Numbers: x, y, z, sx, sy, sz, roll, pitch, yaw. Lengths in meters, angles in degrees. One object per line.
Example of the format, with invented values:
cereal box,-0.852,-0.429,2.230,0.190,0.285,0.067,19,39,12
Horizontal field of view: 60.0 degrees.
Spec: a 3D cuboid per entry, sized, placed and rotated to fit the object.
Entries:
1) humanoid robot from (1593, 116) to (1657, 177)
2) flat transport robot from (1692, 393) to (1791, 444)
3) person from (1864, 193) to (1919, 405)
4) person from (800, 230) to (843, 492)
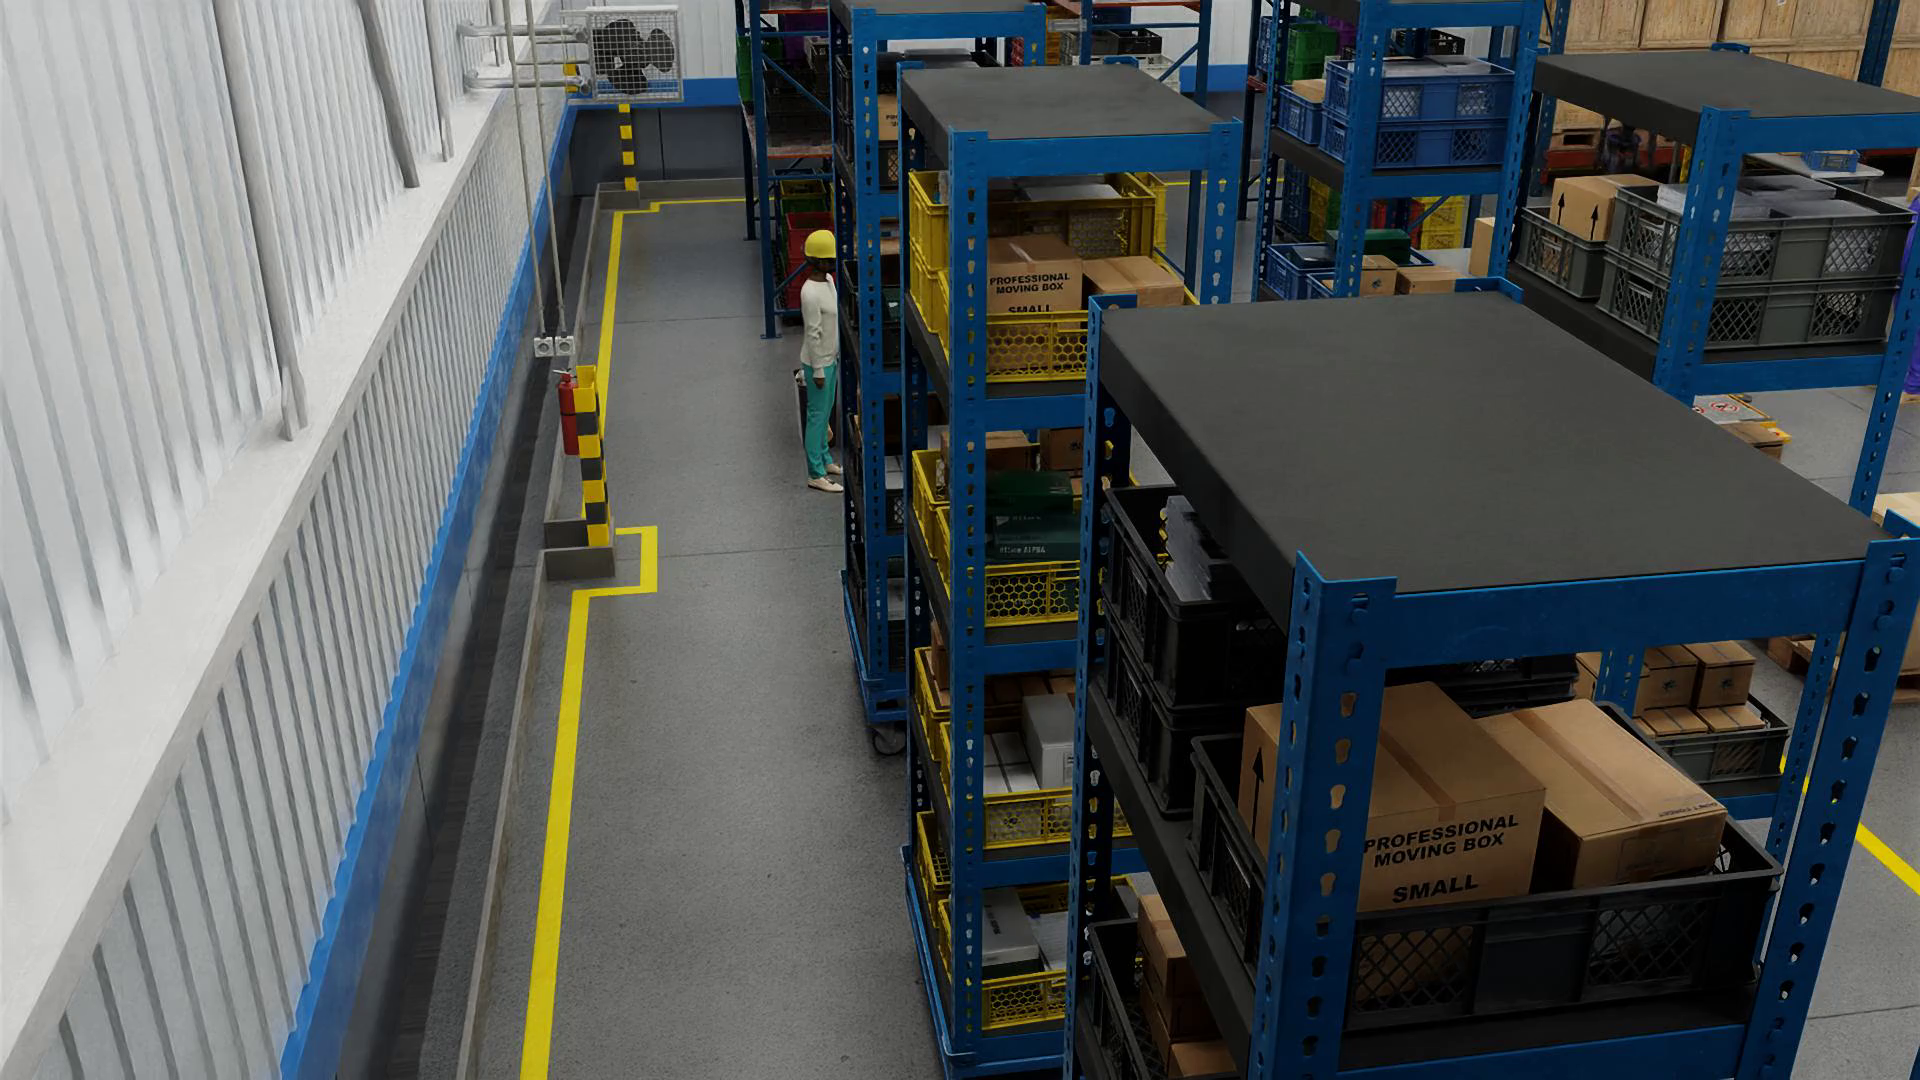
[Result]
humanoid robot,7.080,-4.130,17.682,0.587,1.614,0.782,3,25,7
flat transport robot,5.224,-0.859,12.132,1.431,0.197,0.652,-4,25,-8
person,7.308,-2.053,12.644,0.535,2.000,0.678,2,25,5
person,-0.900,-1.201,11.115,0.309,1.768,0.531,3,25,7
